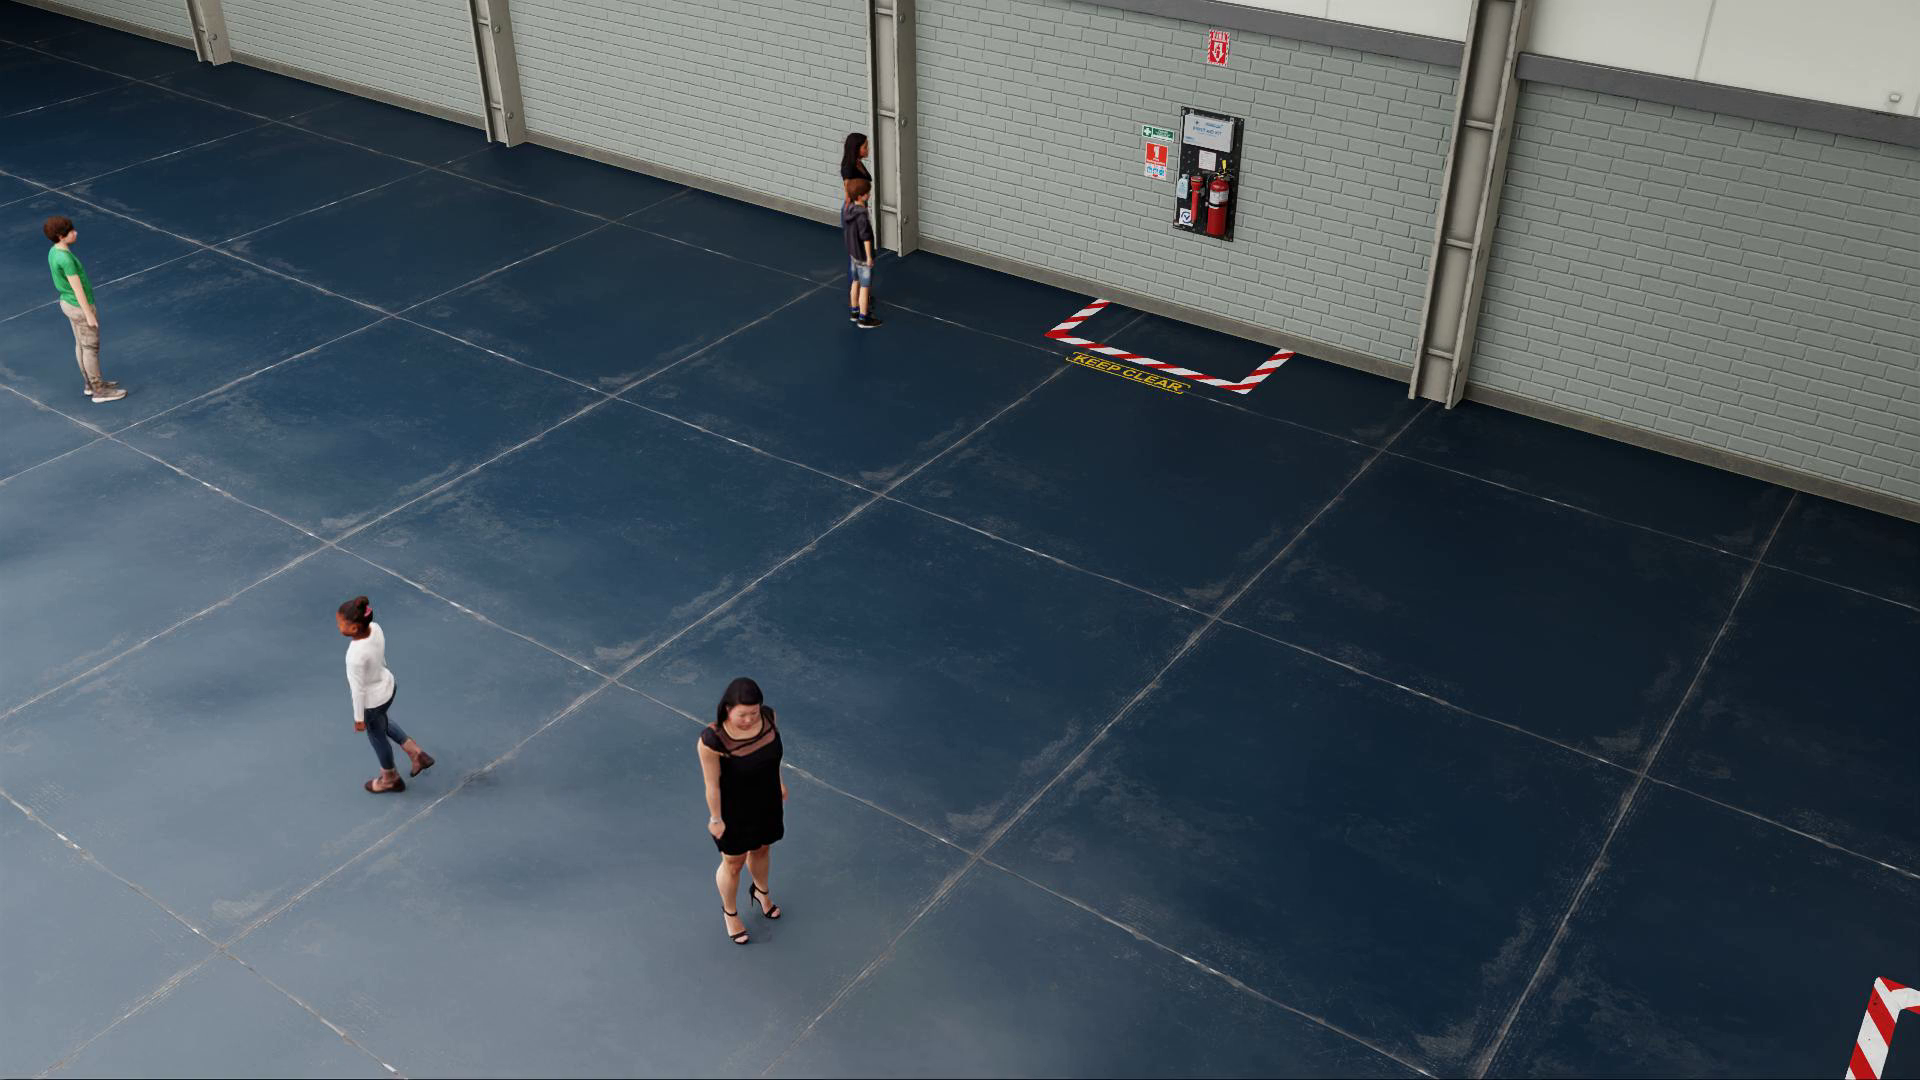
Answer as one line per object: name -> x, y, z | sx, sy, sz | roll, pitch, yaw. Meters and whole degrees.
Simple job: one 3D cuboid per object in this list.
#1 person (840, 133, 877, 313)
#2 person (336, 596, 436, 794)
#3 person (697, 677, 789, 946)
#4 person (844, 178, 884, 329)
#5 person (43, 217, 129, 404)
person -> -1.048, -3.069, 15.998 | 0.698, 1.733, 0.688 | 6, 33, 10
person -> -3.434, 0.927, 9.925 | 0.801, 1.454, 0.724 | 1, 32, 2
person -> -1.154, 1.421, 8.898 | 0.693, 1.714, 0.654 | -28, 42, -37
person -> -0.938, -2.725, 15.721 | 0.679, 1.447, 0.585 | -15, 35, -23
person -> -7.634, -2.004, 14.387 | 0.712, 1.651, 0.558 | -23, 39, -31
